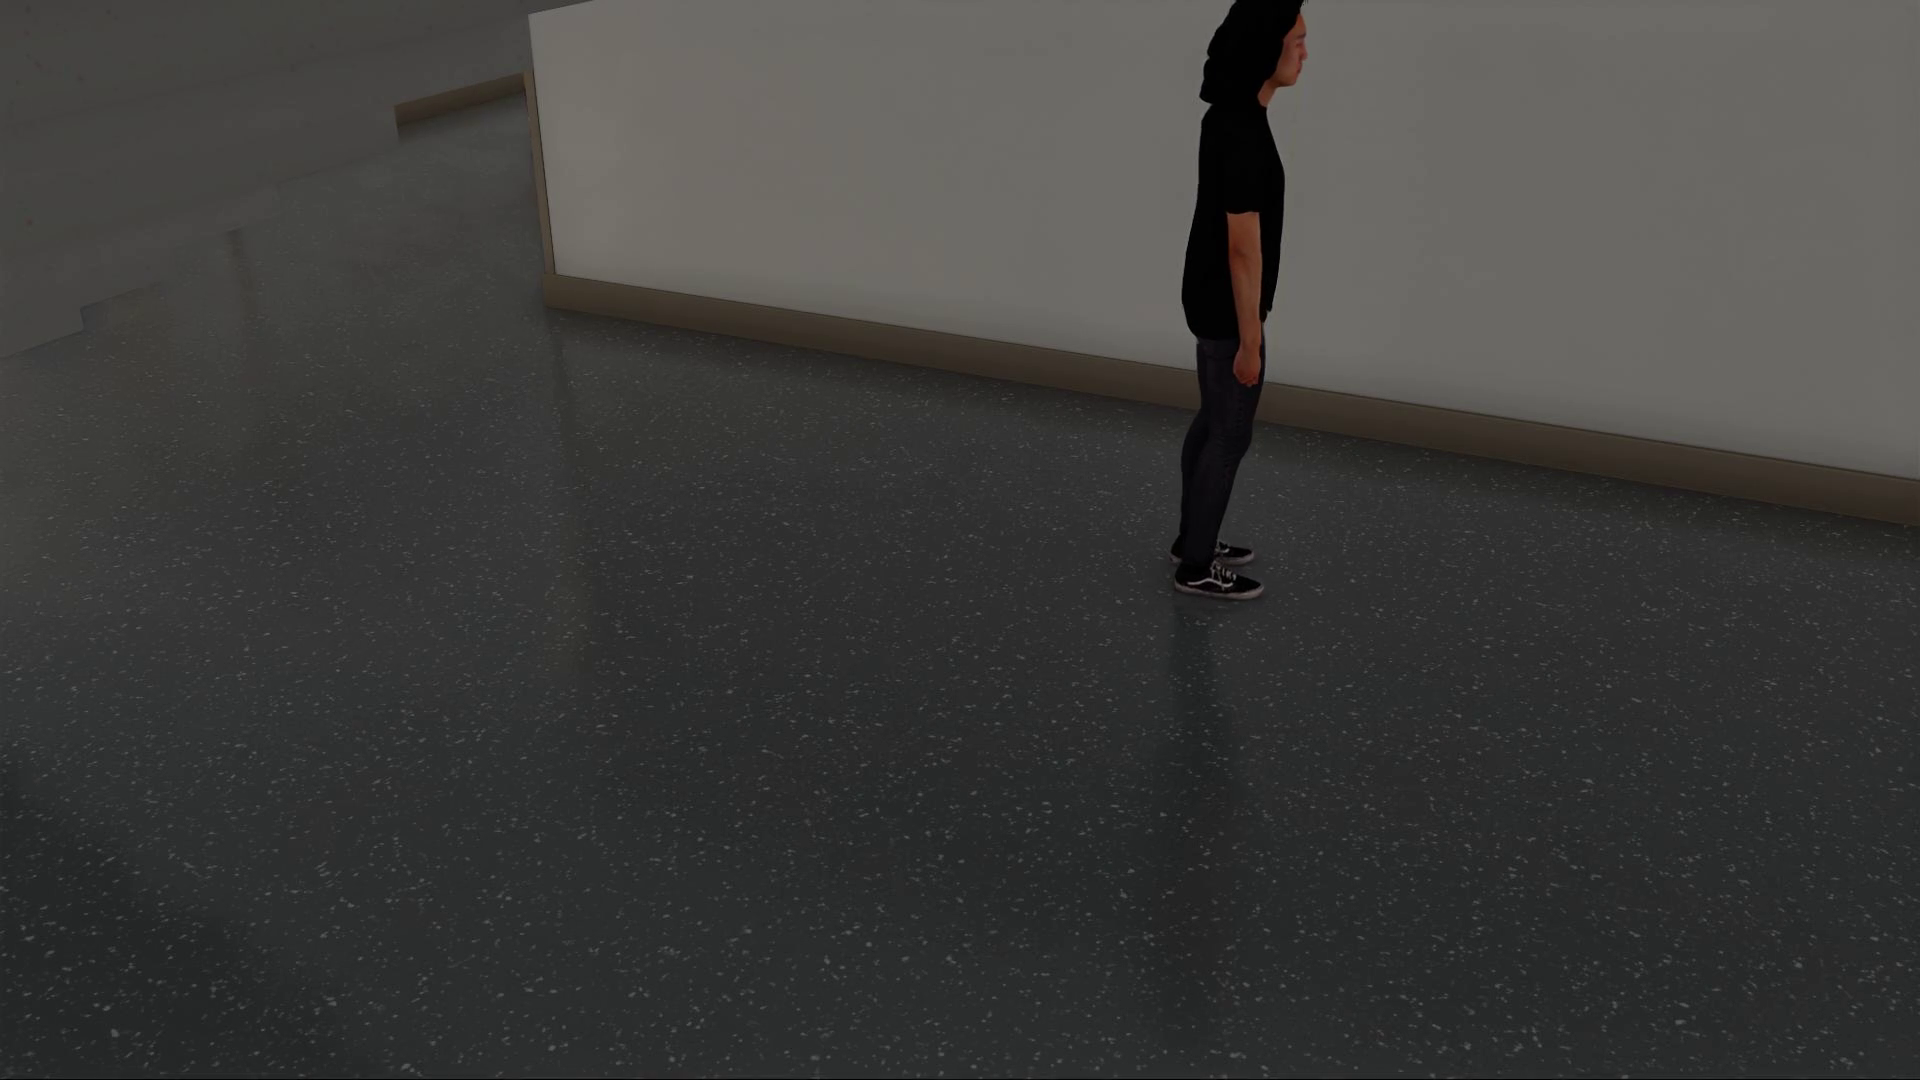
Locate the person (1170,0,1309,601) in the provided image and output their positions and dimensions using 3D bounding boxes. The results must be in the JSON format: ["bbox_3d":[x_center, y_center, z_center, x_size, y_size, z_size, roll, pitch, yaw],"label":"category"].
[{"bbox_3d":[0.787,-0.703,4.924,0.682,1.827,0.705,0,26,0],"label":"person"}]
